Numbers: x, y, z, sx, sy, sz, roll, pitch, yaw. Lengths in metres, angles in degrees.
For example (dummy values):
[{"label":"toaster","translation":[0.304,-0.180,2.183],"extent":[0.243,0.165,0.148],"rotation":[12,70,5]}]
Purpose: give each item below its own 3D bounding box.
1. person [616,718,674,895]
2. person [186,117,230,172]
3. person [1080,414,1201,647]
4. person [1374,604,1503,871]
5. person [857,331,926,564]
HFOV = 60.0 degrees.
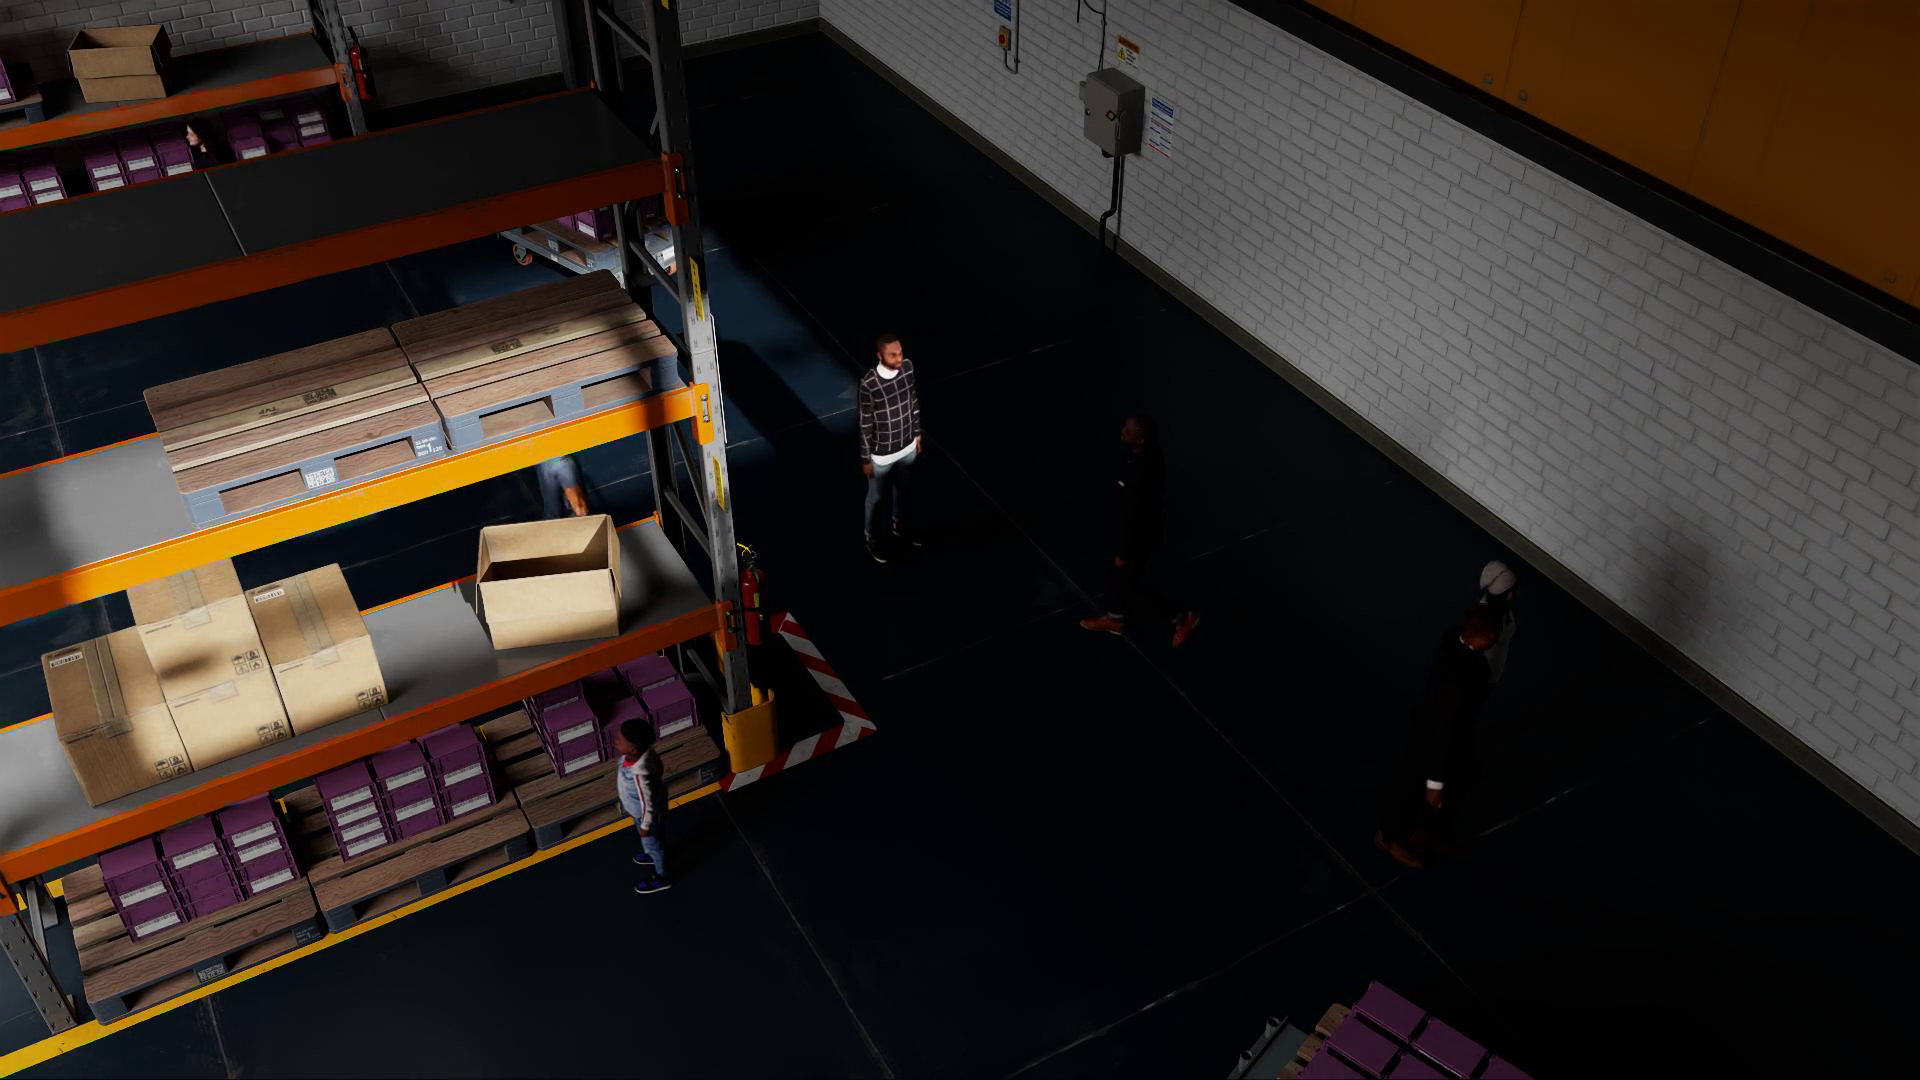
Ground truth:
[{"label":"person","translation":[-1.757,1.467,9.336],"extent":[0.578,1.260,0.547],"rotation":[-5,39,-6]},{"label":"person","translation":[-6.351,-2.949,14.600],"extent":[1.121,1.592,0.680],"rotation":[-24,44,-27]},{"label":"person","translation":[1.214,-0.017,10.763],"extent":[1.156,1.799,1.043],"rotation":[5,39,6]},{"label":"person","translation":[2.603,1.083,9.324],"extent":[1.085,1.875,0.987],"rotation":[18,42,21]},{"label":"person","translation":[-0.500,-0.681,11.579],"extent":[0.538,1.818,0.758],"rotation":[-27,46,-30]}]
